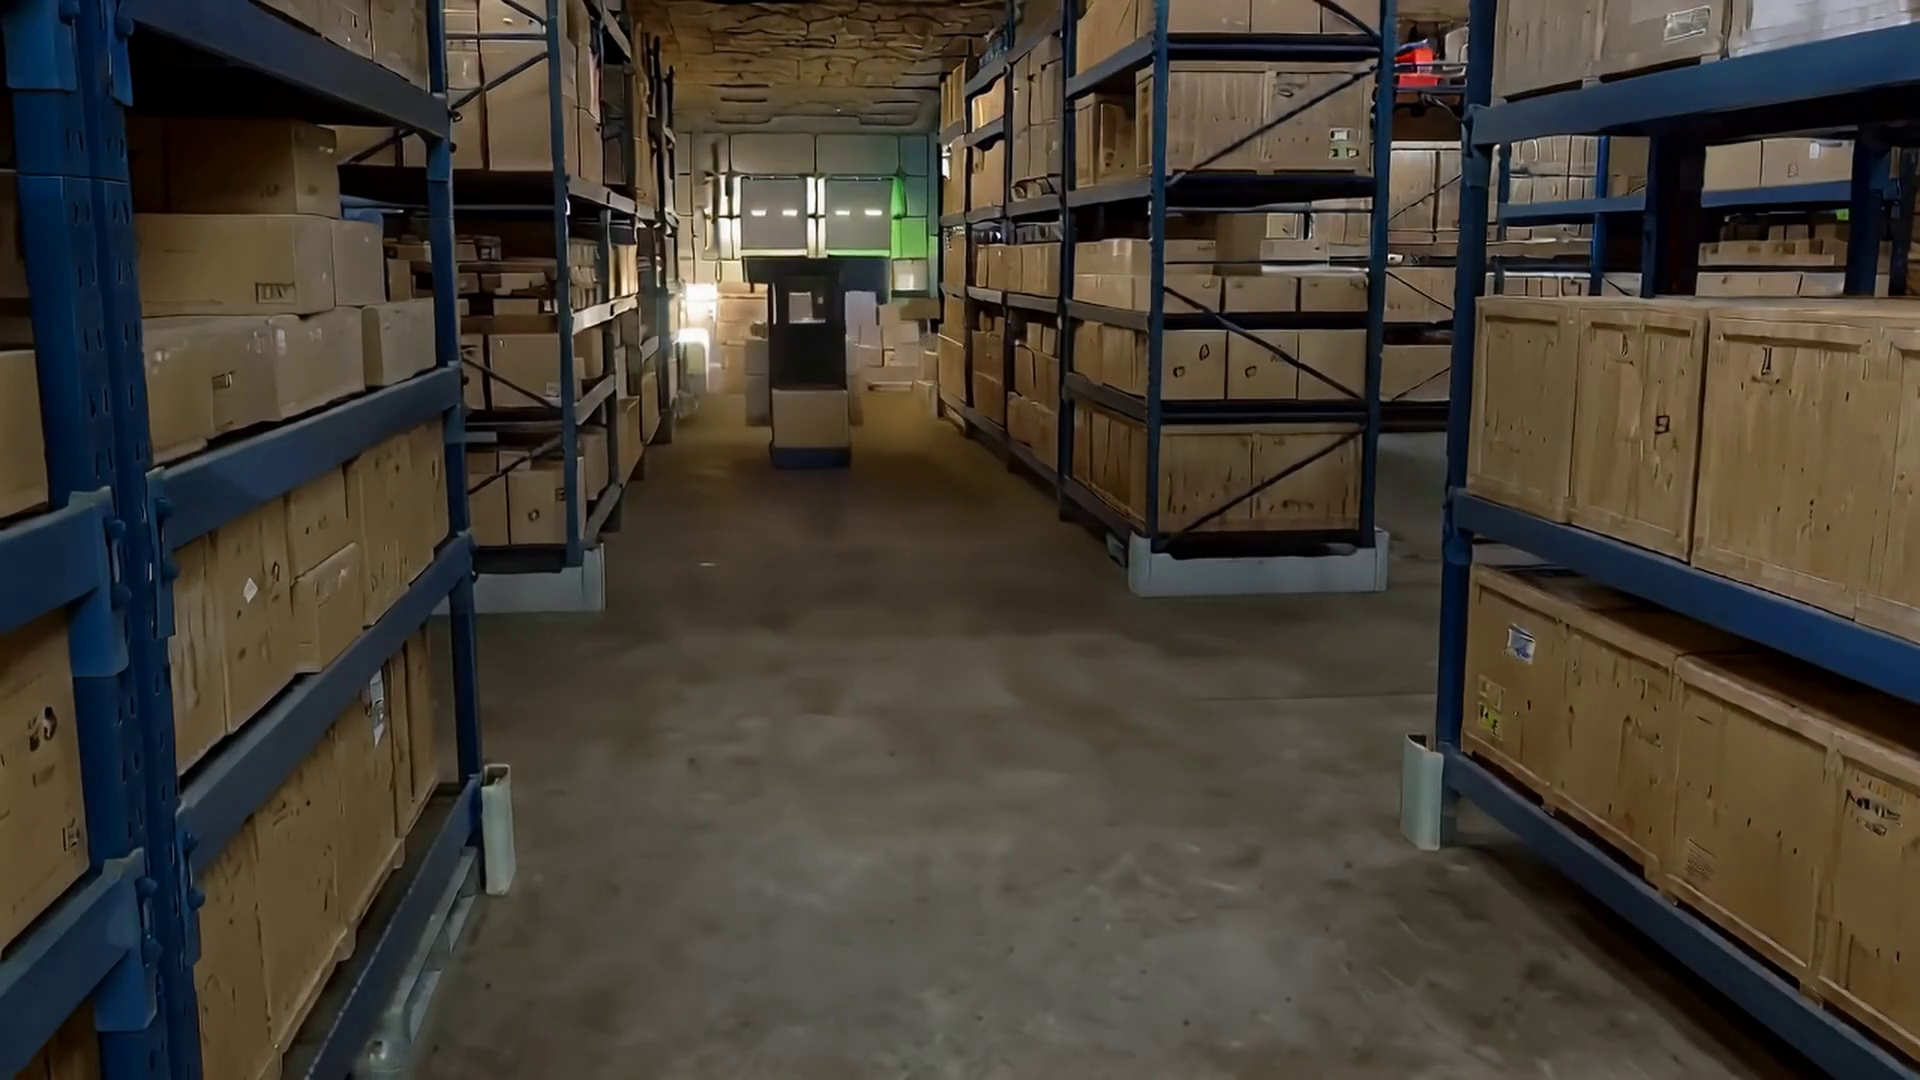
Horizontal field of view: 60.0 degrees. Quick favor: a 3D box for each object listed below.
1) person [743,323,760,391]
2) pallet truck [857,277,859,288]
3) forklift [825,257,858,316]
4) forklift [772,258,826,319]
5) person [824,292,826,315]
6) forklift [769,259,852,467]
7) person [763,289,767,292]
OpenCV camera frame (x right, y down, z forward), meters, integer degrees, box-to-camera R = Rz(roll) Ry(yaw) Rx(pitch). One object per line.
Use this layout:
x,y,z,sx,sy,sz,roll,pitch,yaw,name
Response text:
-3.806,-3.200,30.826,0.434,1.620,0.547,9,14,44,person
-3.782,-9.391,65.808,1.885,1.965,0.823,2,10,10,pallet truck
-3.425,-6.810,48.214,1.129,2.768,1.873,-3,10,-16,forklift
-2.936,-3.765,30.482,1.129,2.768,1.873,2,10,9,forklift
-4.315,-7.314,54.040,0.700,1.894,0.638,-6,12,-33,person
-2.101,-2.481,23.012,1.129,2.768,1.873,-1,10,-7,forklift
-5.356,-5.942,45.897,0.352,1.937,0.635,0,10,2,person
